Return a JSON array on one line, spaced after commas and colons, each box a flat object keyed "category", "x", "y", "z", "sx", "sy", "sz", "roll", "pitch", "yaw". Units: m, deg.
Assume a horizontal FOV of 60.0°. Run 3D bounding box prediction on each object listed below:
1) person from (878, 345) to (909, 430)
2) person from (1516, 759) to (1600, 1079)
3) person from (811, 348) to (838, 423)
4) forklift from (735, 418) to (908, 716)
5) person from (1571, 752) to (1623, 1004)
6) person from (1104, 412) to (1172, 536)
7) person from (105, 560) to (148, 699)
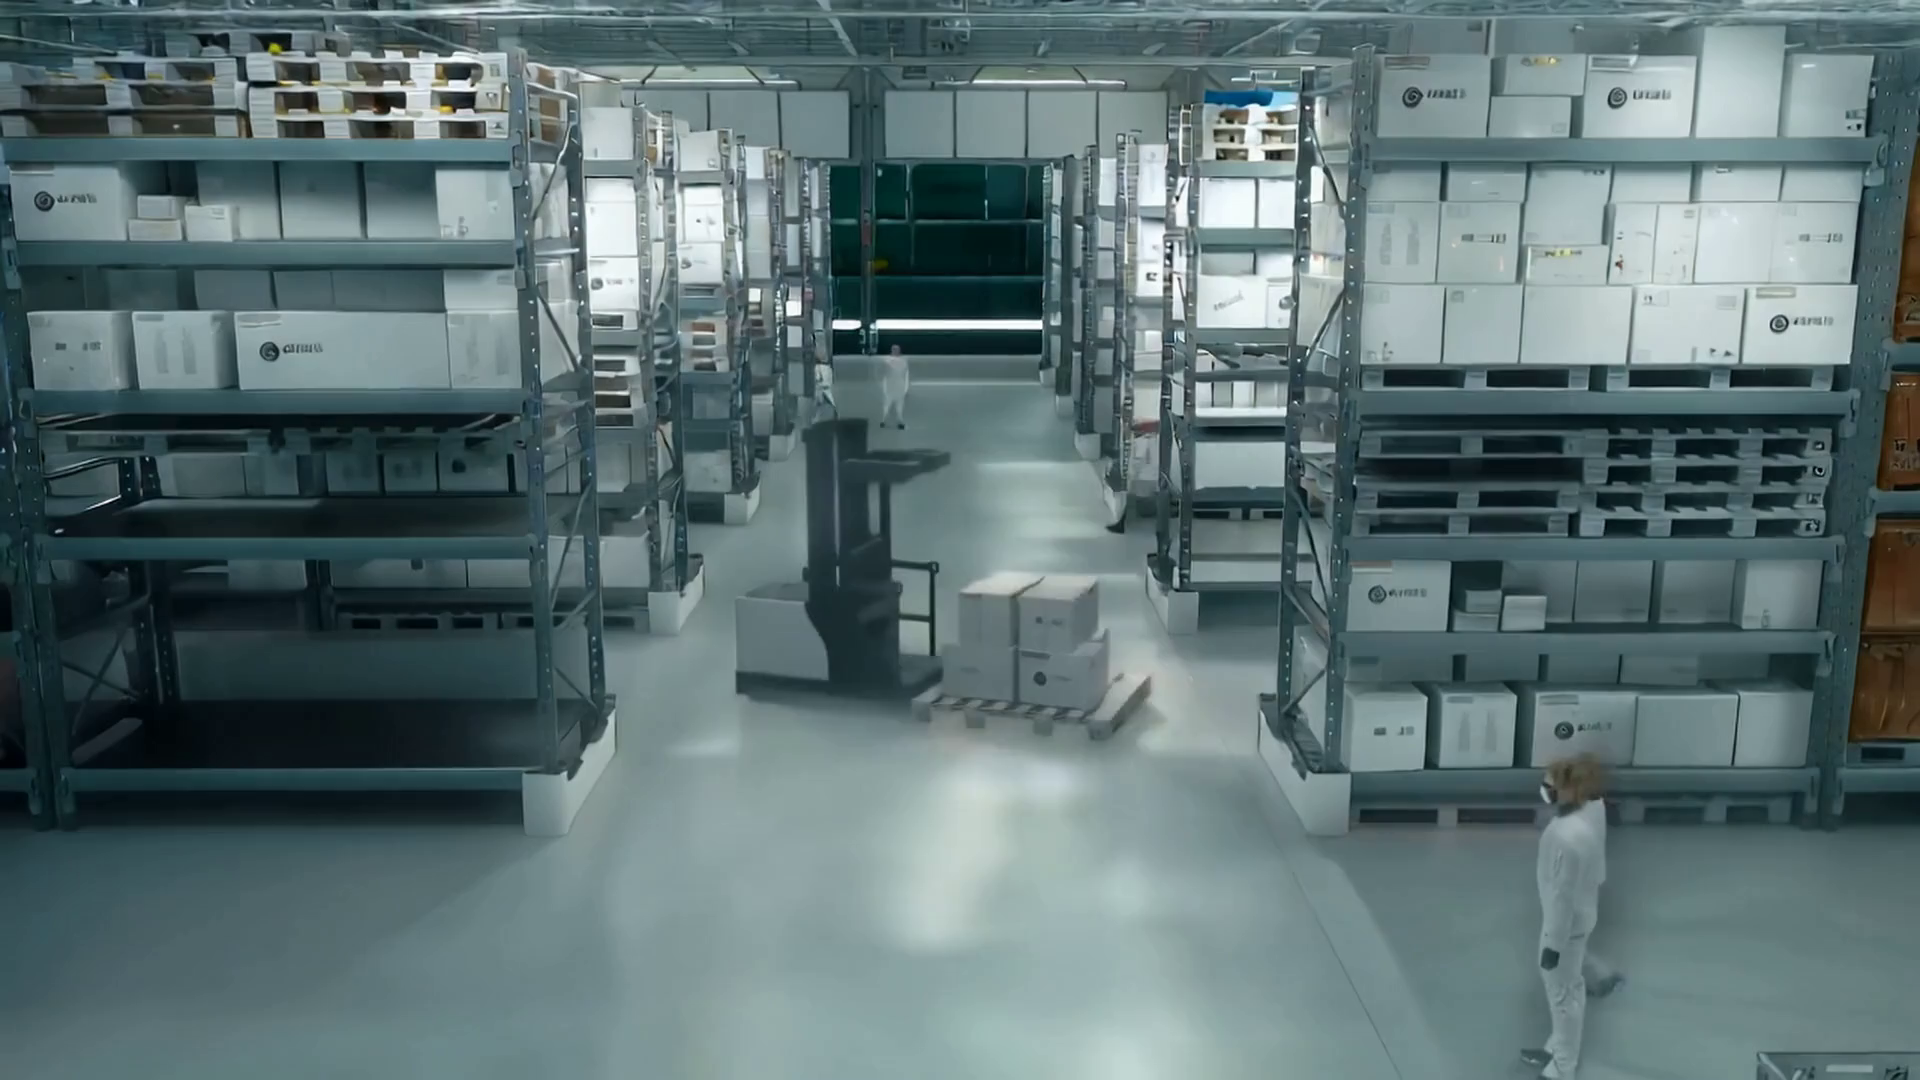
[{"category": "person", "x": -1.499, "y": -3.406, "z": 37.104, "sx": 0.668, "sy": 1.866, "sz": 0.930, "roll": -6, "pitch": 13, "yaw": -27}, {"category": "person", "x": 3.377, "y": 2.159, "z": 9.341, "sx": 0.371, "sy": 1.940, "sz": 0.627, "roll": 5, "pitch": 13, "yaw": 24}, {"category": "person", "x": -2.851, "y": -3.060, "z": 35.135, "sx": 1.067, "sy": 1.977, "sz": 0.603, "roll": 11, "pitch": 16, "yaw": 42}, {"category": "forklift", "x": -1.244, "y": 0.202, "z": 16.697, "sx": 1.873, "sy": 2.768, "sz": 1.129, "roll": 4, "pitch": 12, "yaw": 19}, {"category": "person", "x": 3.891, "y": 2.110, "z": 10.375, "sx": 0.381, "sy": 1.625, "sz": 0.500, "roll": 4, "pitch": 12, "yaw": 17}, {"category": "person", "x": 2.745, "y": -0.985, "z": 25.086, "sx": 1.021, "sy": 1.888, "sz": 0.542, "roll": 1, "pitch": 11, "yaw": 6}, {"category": "person", "x": -8.293, "y": 0.833, "z": 16.519, "sx": 0.316, "sy": 1.696, "sz": 0.540, "roll": -11, "pitch": 16, "yaw": -43}]
